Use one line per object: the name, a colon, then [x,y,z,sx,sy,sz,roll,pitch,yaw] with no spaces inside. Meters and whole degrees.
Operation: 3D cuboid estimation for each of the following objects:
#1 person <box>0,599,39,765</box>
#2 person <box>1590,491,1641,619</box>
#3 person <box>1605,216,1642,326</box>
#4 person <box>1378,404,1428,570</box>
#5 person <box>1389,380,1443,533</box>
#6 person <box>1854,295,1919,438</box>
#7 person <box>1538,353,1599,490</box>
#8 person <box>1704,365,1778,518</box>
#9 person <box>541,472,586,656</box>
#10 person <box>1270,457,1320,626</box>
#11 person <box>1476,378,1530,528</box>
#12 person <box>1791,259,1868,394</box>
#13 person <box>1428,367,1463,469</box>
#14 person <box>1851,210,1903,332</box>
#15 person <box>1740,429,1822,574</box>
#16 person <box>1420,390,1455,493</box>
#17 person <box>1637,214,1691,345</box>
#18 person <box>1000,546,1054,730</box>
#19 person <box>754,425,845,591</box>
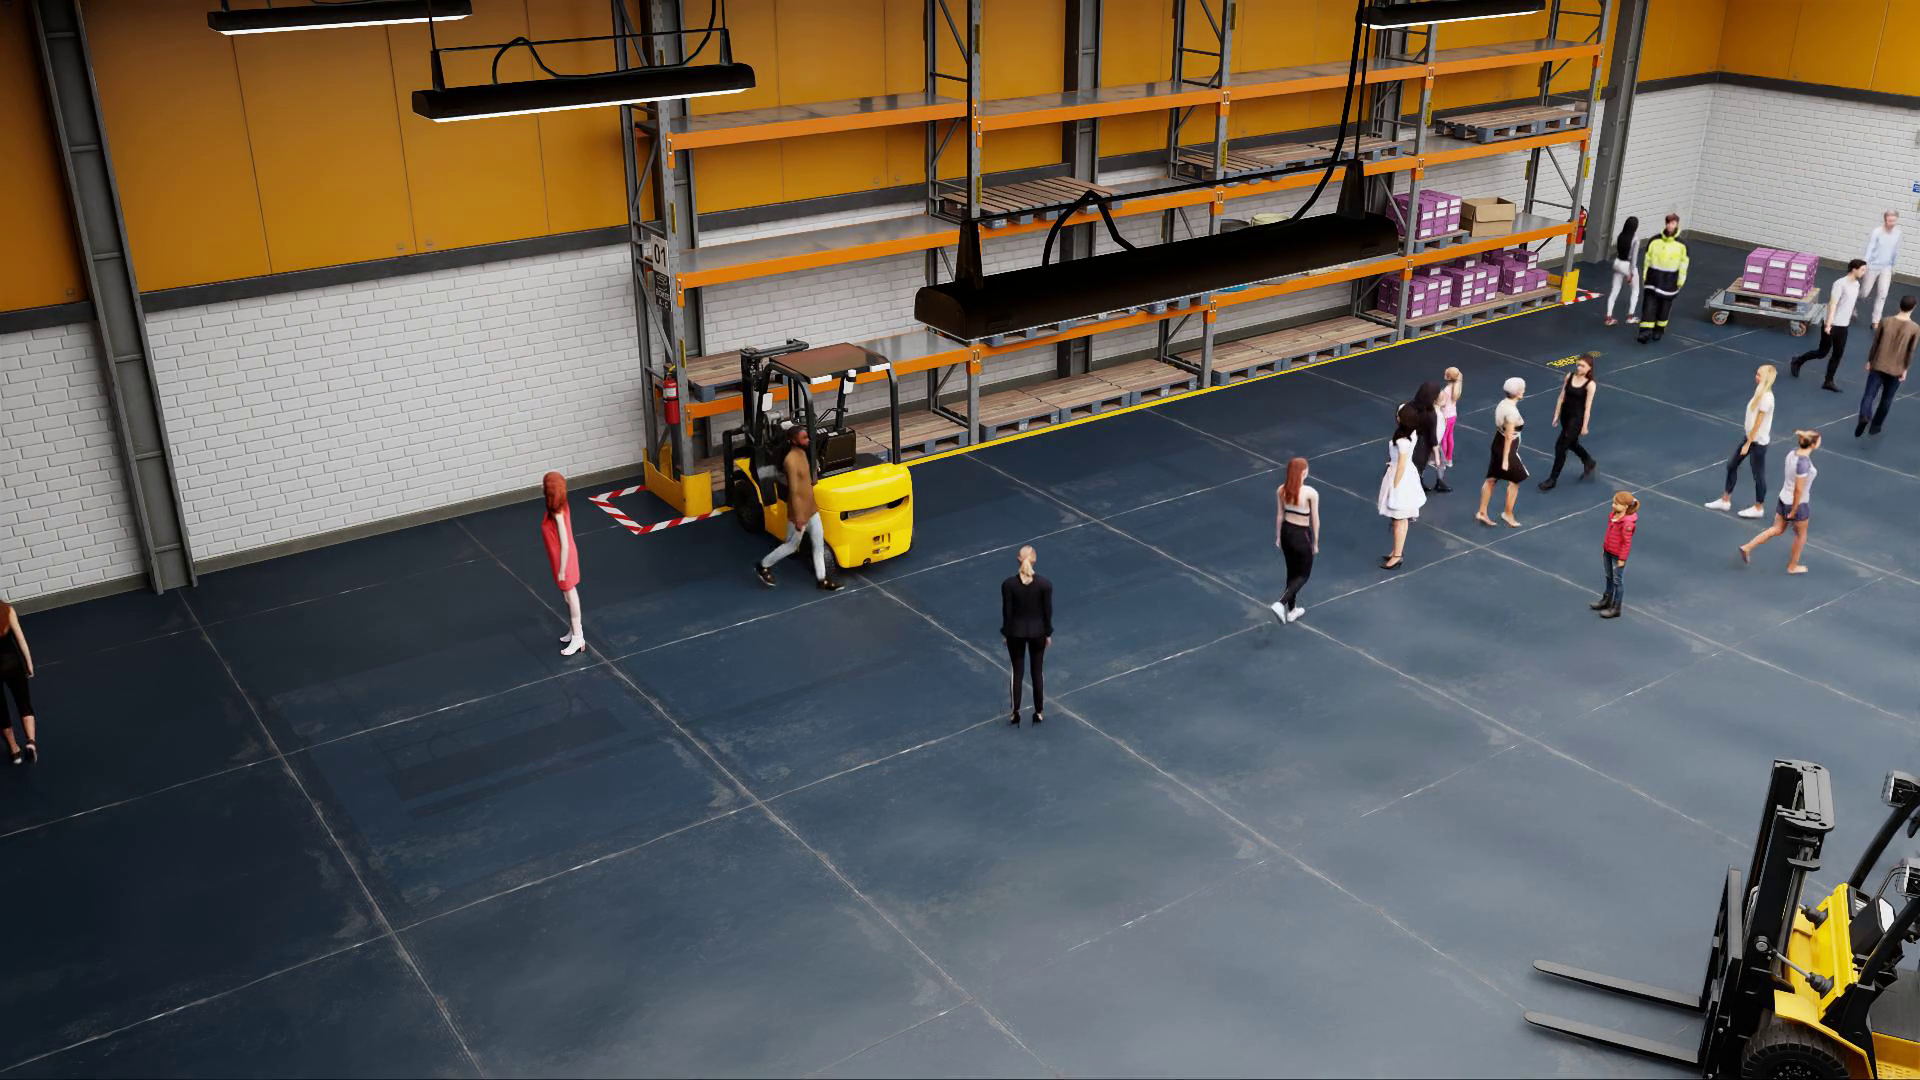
person: [-7.920,1.125,13.746,0.802,1.708,0.655,-15,27,-30]
person: [6.529,0.129,16.514,0.597,1.316,0.581,-4,24,-9]
person: [10.270,-4.168,25.855,0.827,1.708,0.650,-13,27,-27]
person: [4.631,-0.559,17.469,0.899,1.812,0.821,11,26,23]
person: [4.918,-0.878,18.245,0.733,1.776,0.663,-12,26,-26]
person: [11.729,-2.157,21.063,0.899,1.861,1.171,15,28,31]
person: [7.282,-1.408,19.605,1.151,1.657,0.740,-9,25,-20]
person: [9.042,-1.083,18.700,0.944,1.787,0.877,3,24,6]
person: [-3.733,0.204,15.704,0.647,1.827,0.660,-5,24,-10]
person: [3.229,0.051,16.175,0.746,1.730,0.947,18,29,36]
person: [5.945,-0.949,18.457,0.921,1.734,0.860,0,24,1]
person: [12.028,-2.989,23.001,1.050,1.834,0.894,-8,25,-19]
person: [5.957,-1.502,20.299,0.572,1.272,0.477,21,31,39]
person: [14.157,-4.201,25.741,1.191,1.860,1.188,0,24,0]
person: [8.619,-0.397,17.360,1.013,1.602,0.885,0,24,1]
person: [5.481,-1.152,19.506,0.767,1.267,0.665,-3,24,-8]
person: [10.604,-3.938,25.034,1.095,1.945,1.271,12,26,26]
person: [0.577,0.840,14.399,0.669,1.707,0.762,0,24,0]
person: [-1.702,-0.297,16.902,1.211,1.786,1.169,5,24,11]
